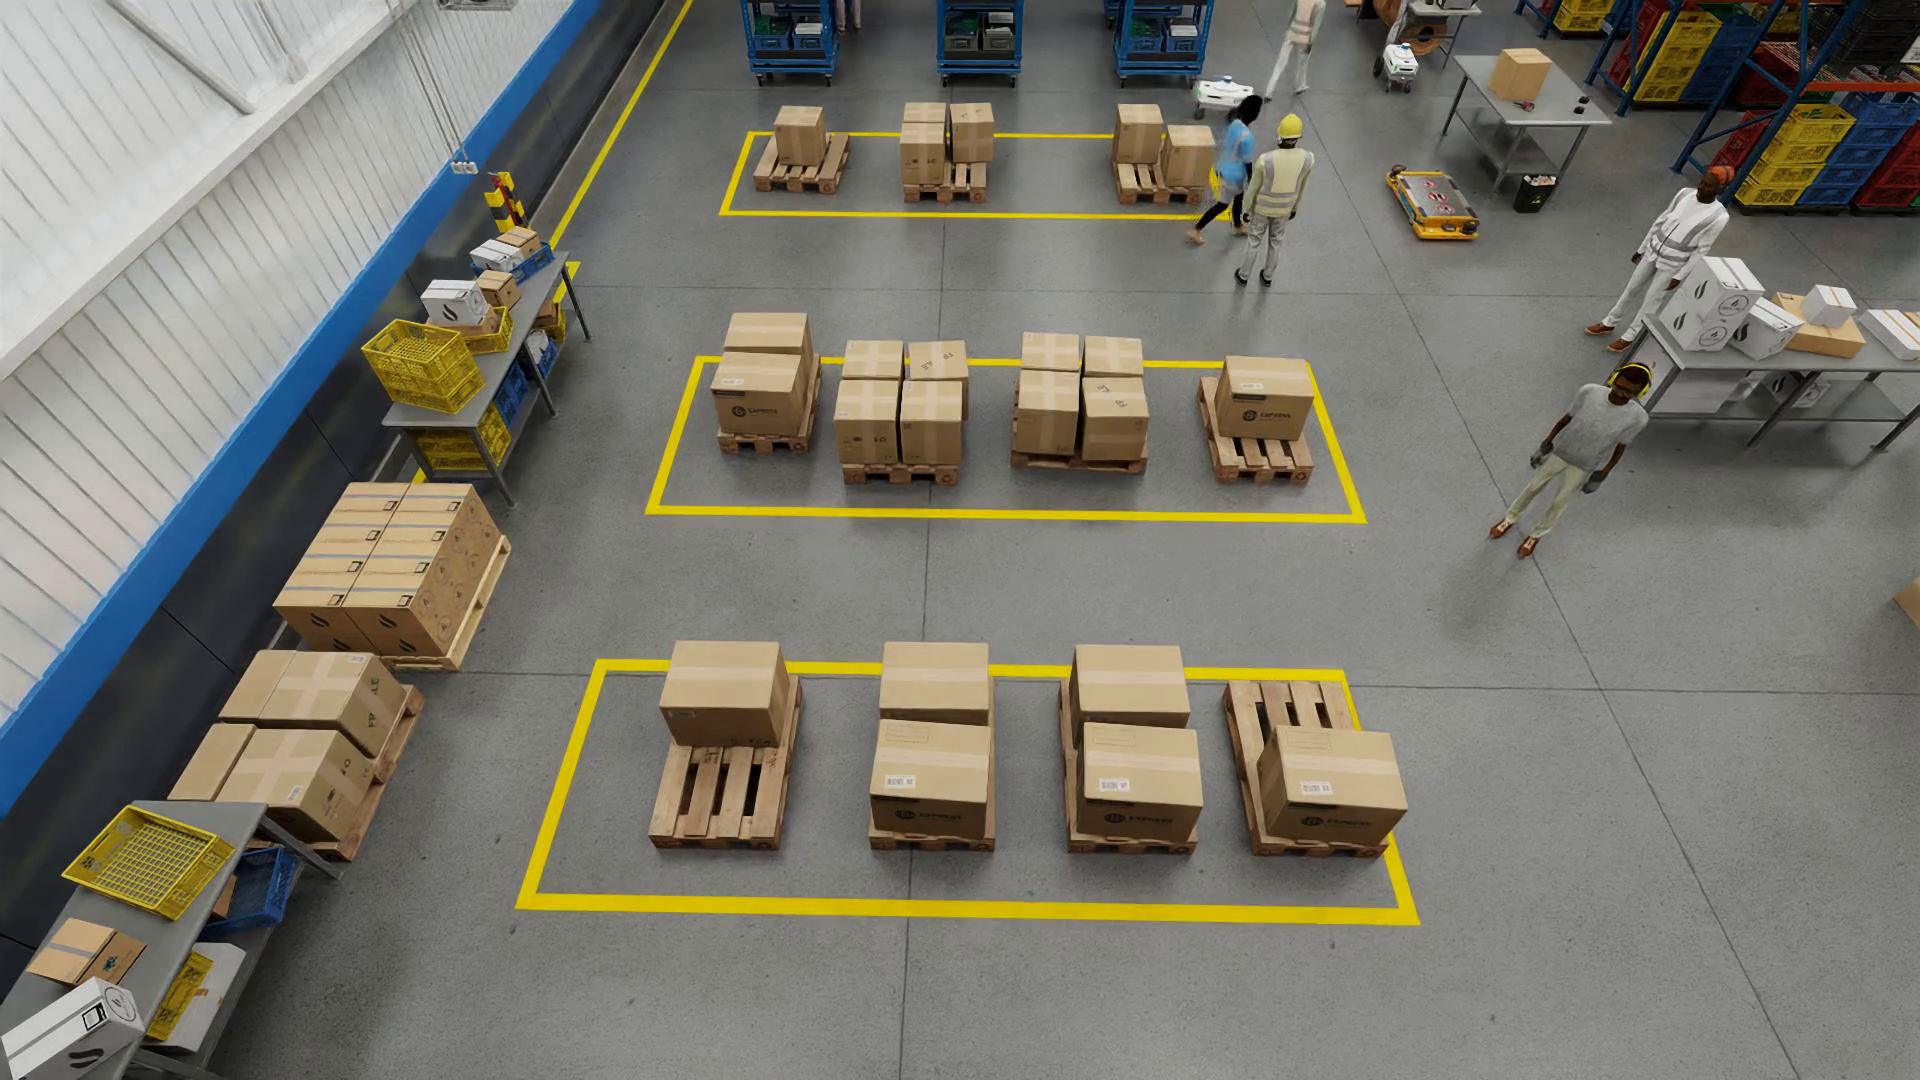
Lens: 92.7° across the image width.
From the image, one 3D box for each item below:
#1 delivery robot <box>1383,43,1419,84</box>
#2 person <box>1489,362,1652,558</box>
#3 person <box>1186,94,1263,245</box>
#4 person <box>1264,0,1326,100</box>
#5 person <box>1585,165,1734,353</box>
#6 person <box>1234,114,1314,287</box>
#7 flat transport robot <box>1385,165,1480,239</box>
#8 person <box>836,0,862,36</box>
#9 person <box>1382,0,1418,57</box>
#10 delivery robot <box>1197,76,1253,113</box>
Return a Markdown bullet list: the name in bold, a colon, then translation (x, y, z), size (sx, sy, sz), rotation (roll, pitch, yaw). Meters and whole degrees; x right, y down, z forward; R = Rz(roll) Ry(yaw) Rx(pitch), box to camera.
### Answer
- **delivery robot**: translation (6.372, -6.919, 13.258), size (0.477, 0.478, 0.707), rotation (5, 49, 4)
- **person**: translation (4.671, -0.602, 6.995), size (0.334, 1.866, 0.515), rotation (-33, 57, -25)
- **person**: translation (3.012, -4.054, 10.110), size (0.828, 1.658, 0.536), rotation (-1, 49, -1)
- **person**: translation (4.664, -6.927, 12.644), size (0.883, 1.592, 0.528), rotation (-36, 58, -27)
- **person**: translation (6.725, -2.671, 8.769), size (0.356, 1.883, 0.574), rotation (-13, 50, -11)
- **person**: translation (3.235, -3.472, 9.504), size (0.594, 1.826, 0.403), rotation (0, 49, 0)
- **flat transport robot**: translation (5.692, -4.094, 11.059), size (0.652, 0.197, 1.431), rotation (1, 49, 1)
- **person**: translation (-1.770, -8.848, 14.053), size (0.622, 1.982, 0.412), rotation (-19, 52, -16)
- **person**: translation (6.569, -7.900, 13.268), size (0.372, 1.930, 0.626), rotation (22, 53, 18)
- **delivery robot**: translation (3.617, -6.080, 12.531), size (0.707, 0.478, 0.477), rotation (13, 50, 11)
